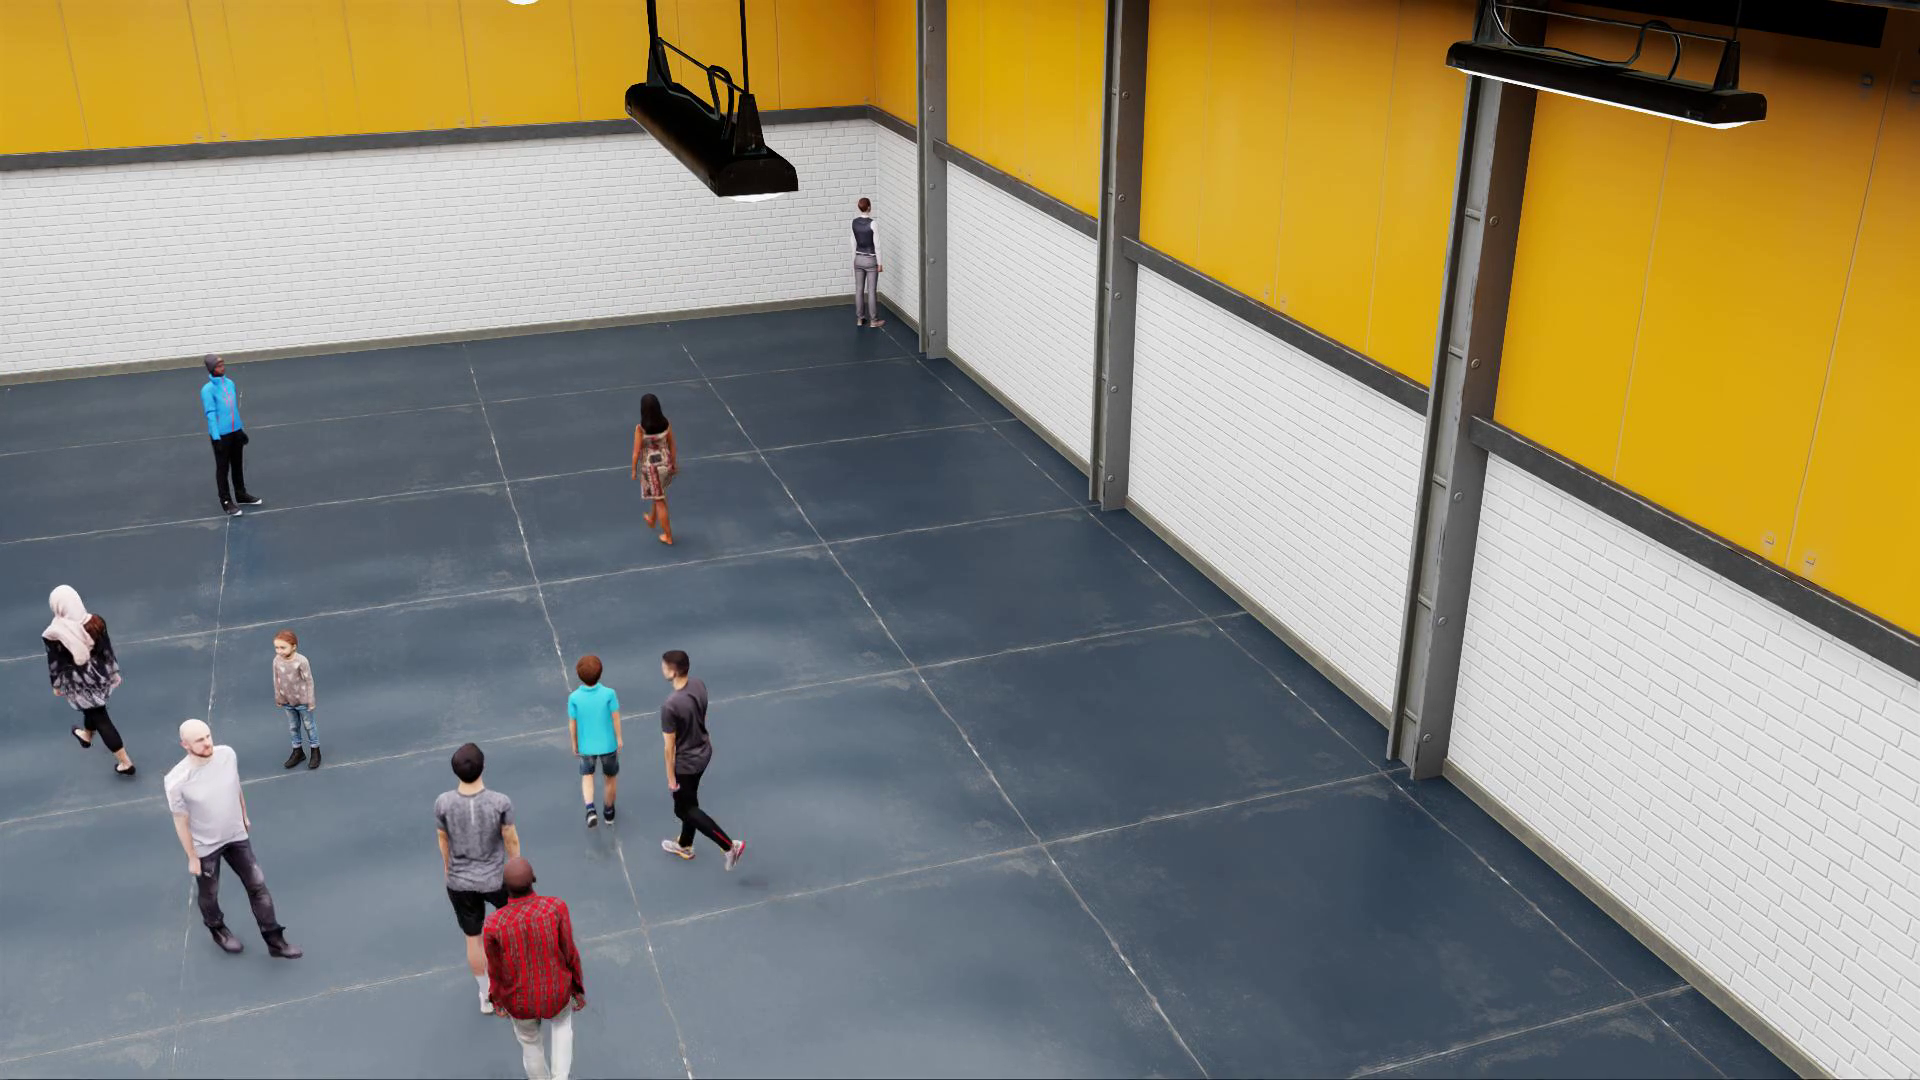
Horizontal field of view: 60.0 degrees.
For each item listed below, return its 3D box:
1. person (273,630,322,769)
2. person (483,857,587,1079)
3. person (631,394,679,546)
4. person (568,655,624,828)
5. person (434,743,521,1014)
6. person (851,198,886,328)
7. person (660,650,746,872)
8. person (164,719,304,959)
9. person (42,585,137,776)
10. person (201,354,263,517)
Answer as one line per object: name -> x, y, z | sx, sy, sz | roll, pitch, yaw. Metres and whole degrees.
person -> -5.352, 1.265, 13.414 | 0.550, 1.194, 0.576 | 3, 24, 6
person -> -2.410, 2.629, 9.520 | 0.682, 1.813, 0.664 | -8, 25, -17
person -> -3.134, -0.718, 17.412 | 0.848, 1.624, 1.026 | -20, 31, -38
person -> -2.724, 1.539, 12.482 | 0.599, 1.438, 0.736 | -3, 24, -8
person -> -3.044, 2.179, 10.493 | 0.720, 1.858, 0.784 | -5, 24, -12
person -> -1.404, -4.177, 24.934 | 0.728, 1.937, 0.802 | 12, 26, 26
person -> -1.878, 1.614, 11.930 | 1.091, 1.742, 1.042 | 10, 26, 22
person -> -4.983, 1.969, 11.043 | 1.162, 1.803, 1.026 | 17, 29, 33
person -> -6.859, 1.155, 13.177 | 1.201, 1.585, 1.066 | 15, 27, 30
person -> -8.070, -1.179, 18.258 | 0.756, 1.792, 0.672 | 8, 25, 17
